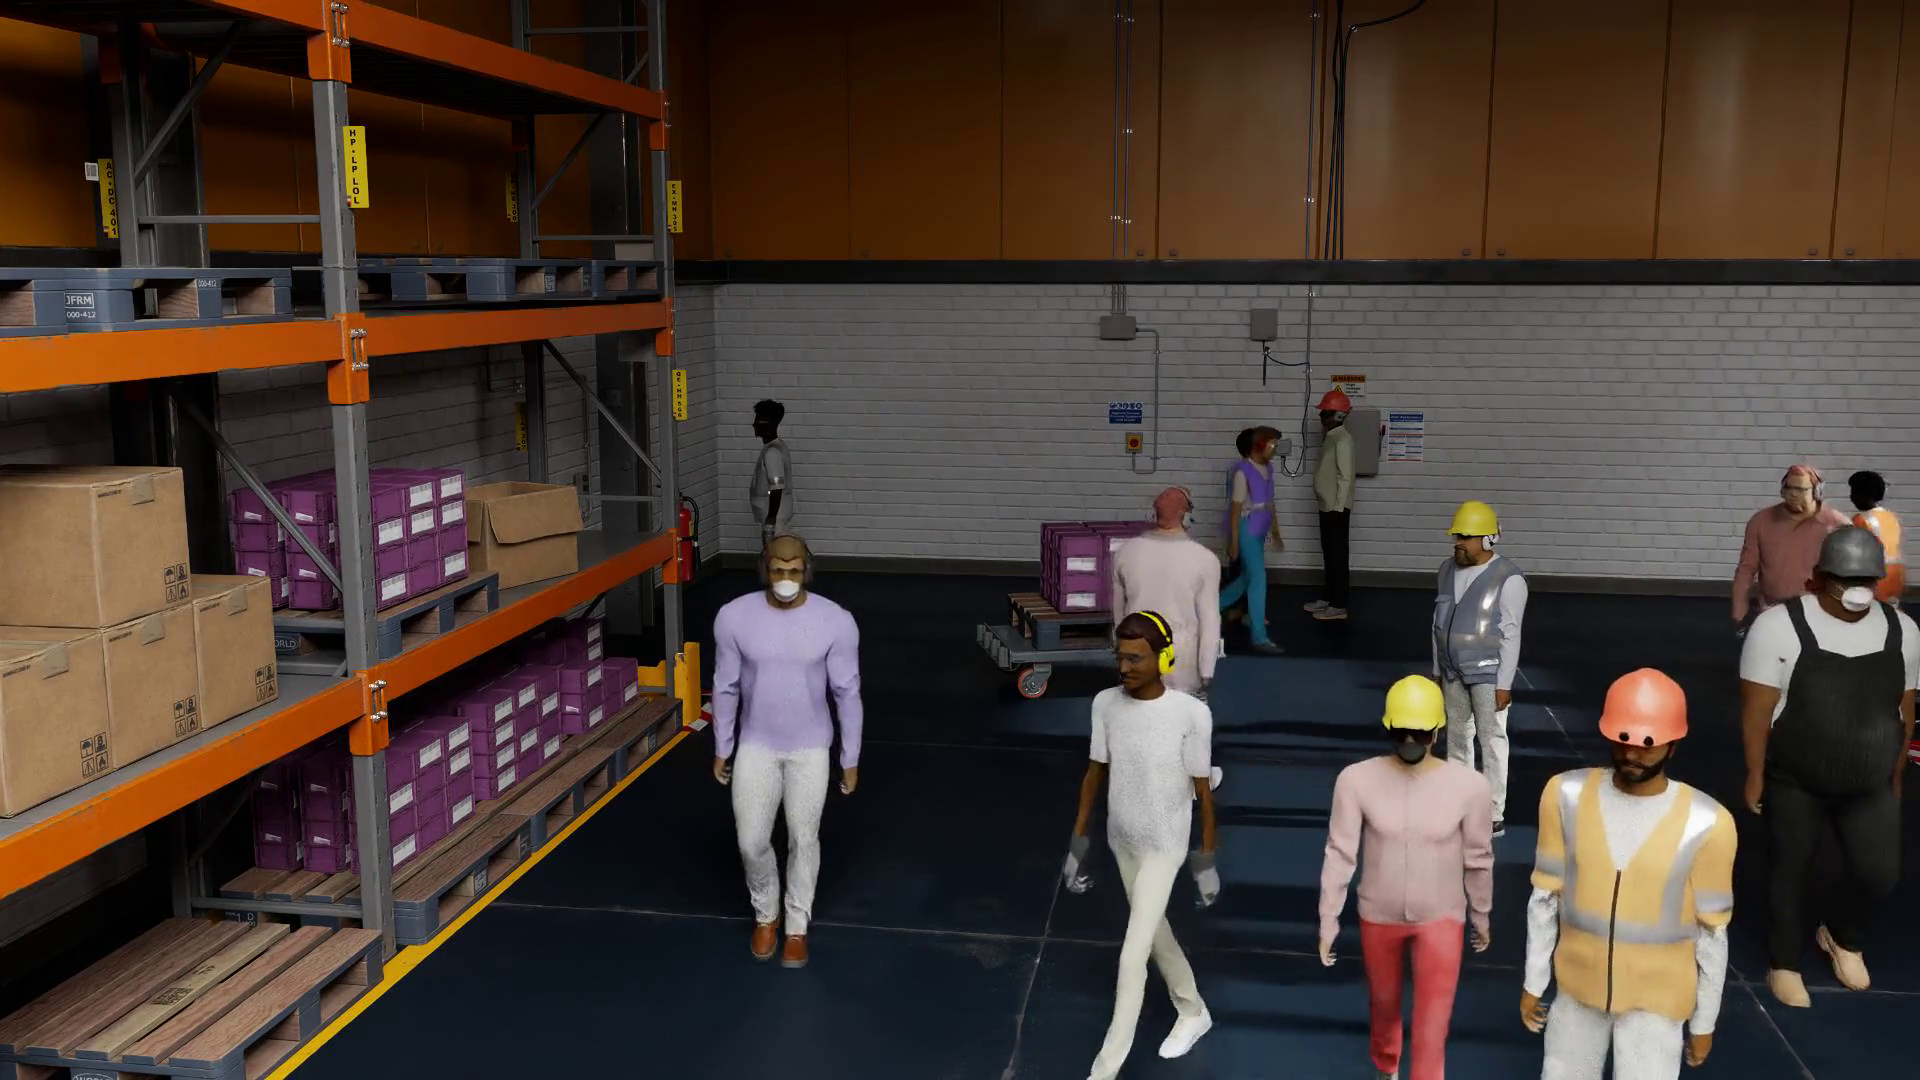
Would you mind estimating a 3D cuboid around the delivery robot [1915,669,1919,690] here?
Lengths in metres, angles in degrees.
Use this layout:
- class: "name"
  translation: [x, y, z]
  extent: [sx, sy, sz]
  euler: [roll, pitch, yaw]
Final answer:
- class: "delivery robot"
  translation: [6.172, 0.901, 11.221]
  extent: [0.707, 0.478, 0.477]
  euler: [5, 10, 26]

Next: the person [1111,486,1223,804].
- class: "person"
  translation: [1.161, 0.627, 9.162]
  extent: [0.660, 1.855, 0.975]
  euler: [5, 10, 27]

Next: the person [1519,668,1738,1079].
- class: "person"
  translation: [1.972, 1.291, 4.909]
  extent: [0.556, 1.922, 0.722]
  euler: [7, 11, 36]

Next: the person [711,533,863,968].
- class: "person"
  translation: [-0.745, 0.918, 7.187]
  extent: [0.666, 1.922, 0.449]
  euler: [0, 9, -2]

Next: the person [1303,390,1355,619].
- class: "person"
  translation: [3.253, -0.310, 14.539]
  extent: [0.373, 1.997, 0.618]
  euler: [0, 9, 0]

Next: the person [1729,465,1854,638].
- class: "person"
  translation: [5.173, 0.445, 10.351]
  extent: [0.663, 1.853, 1.012]
  euler: [9, 13, 43]

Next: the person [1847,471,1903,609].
- class: "person"
  translation: [6.209, 0.356, 11.431]
  extent: [0.559, 1.662, 0.564]
  euler: [-5, 11, -29]

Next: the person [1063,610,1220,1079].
- class: "person"
  translation: [0.674, 1.144, 6.154]
  extent: [0.538, 1.816, 0.998]
  euler: [8, 12, 41]

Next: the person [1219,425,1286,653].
- class: "person"
  translation: [2.283, -0.029, 13.413]
  extent: [0.761, 1.813, 0.570]
  euler: [5, 10, 27]

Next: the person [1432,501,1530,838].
- class: "person"
  translation: [2.746, 0.691, 8.921]
  extent: [0.405, 1.824, 0.585]
  euler: [-5, 11, -30]

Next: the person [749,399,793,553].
- class: "person"
  translation: [-1.582, -0.199, 13.950]
  extent: [0.362, 1.966, 0.611]
  euler: [-1, 9, -4]

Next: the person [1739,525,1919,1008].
- class: "person"
  translation: [3.559, 0.921, 6.818]
  extent: [0.698, 2.000, 0.537]
  euler: [2, 9, 10]

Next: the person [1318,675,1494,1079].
- class: "person"
  translation: [1.520, 1.271, 5.675]
  extent: [0.546, 1.710, 0.925]
  euler: [3, 10, 20]

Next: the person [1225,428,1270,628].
- class: "person"
  translation: [2.452, -0.106, 14.205]
  extent: [0.321, 1.697, 0.529]
  euler: [-3, 10, -17]
